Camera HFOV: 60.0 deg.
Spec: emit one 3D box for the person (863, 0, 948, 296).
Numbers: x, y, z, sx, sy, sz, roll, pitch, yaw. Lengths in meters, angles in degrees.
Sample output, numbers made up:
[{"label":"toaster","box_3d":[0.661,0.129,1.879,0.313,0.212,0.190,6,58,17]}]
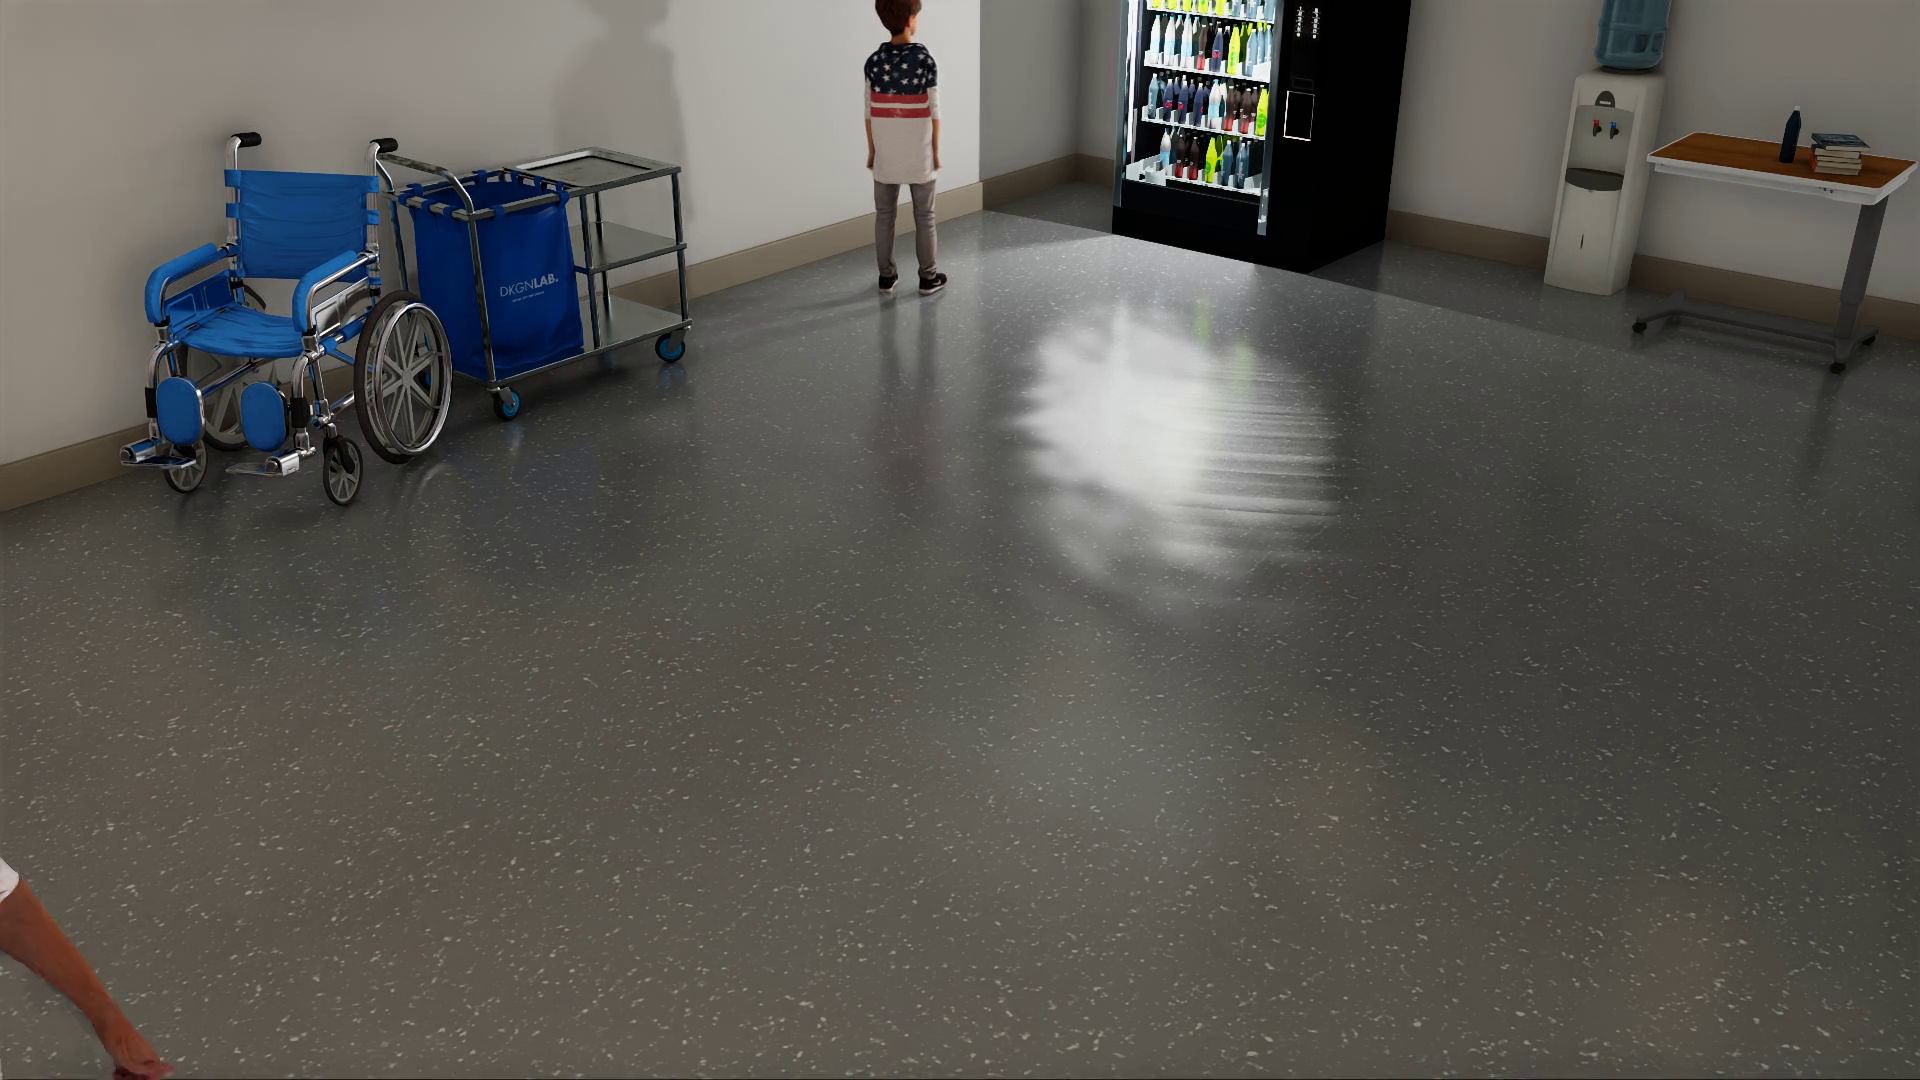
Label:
[{"label":"person","box_3d":[-0.269,-1.891,7.924,0.540,1.439,0.650,5,26,11]}]
